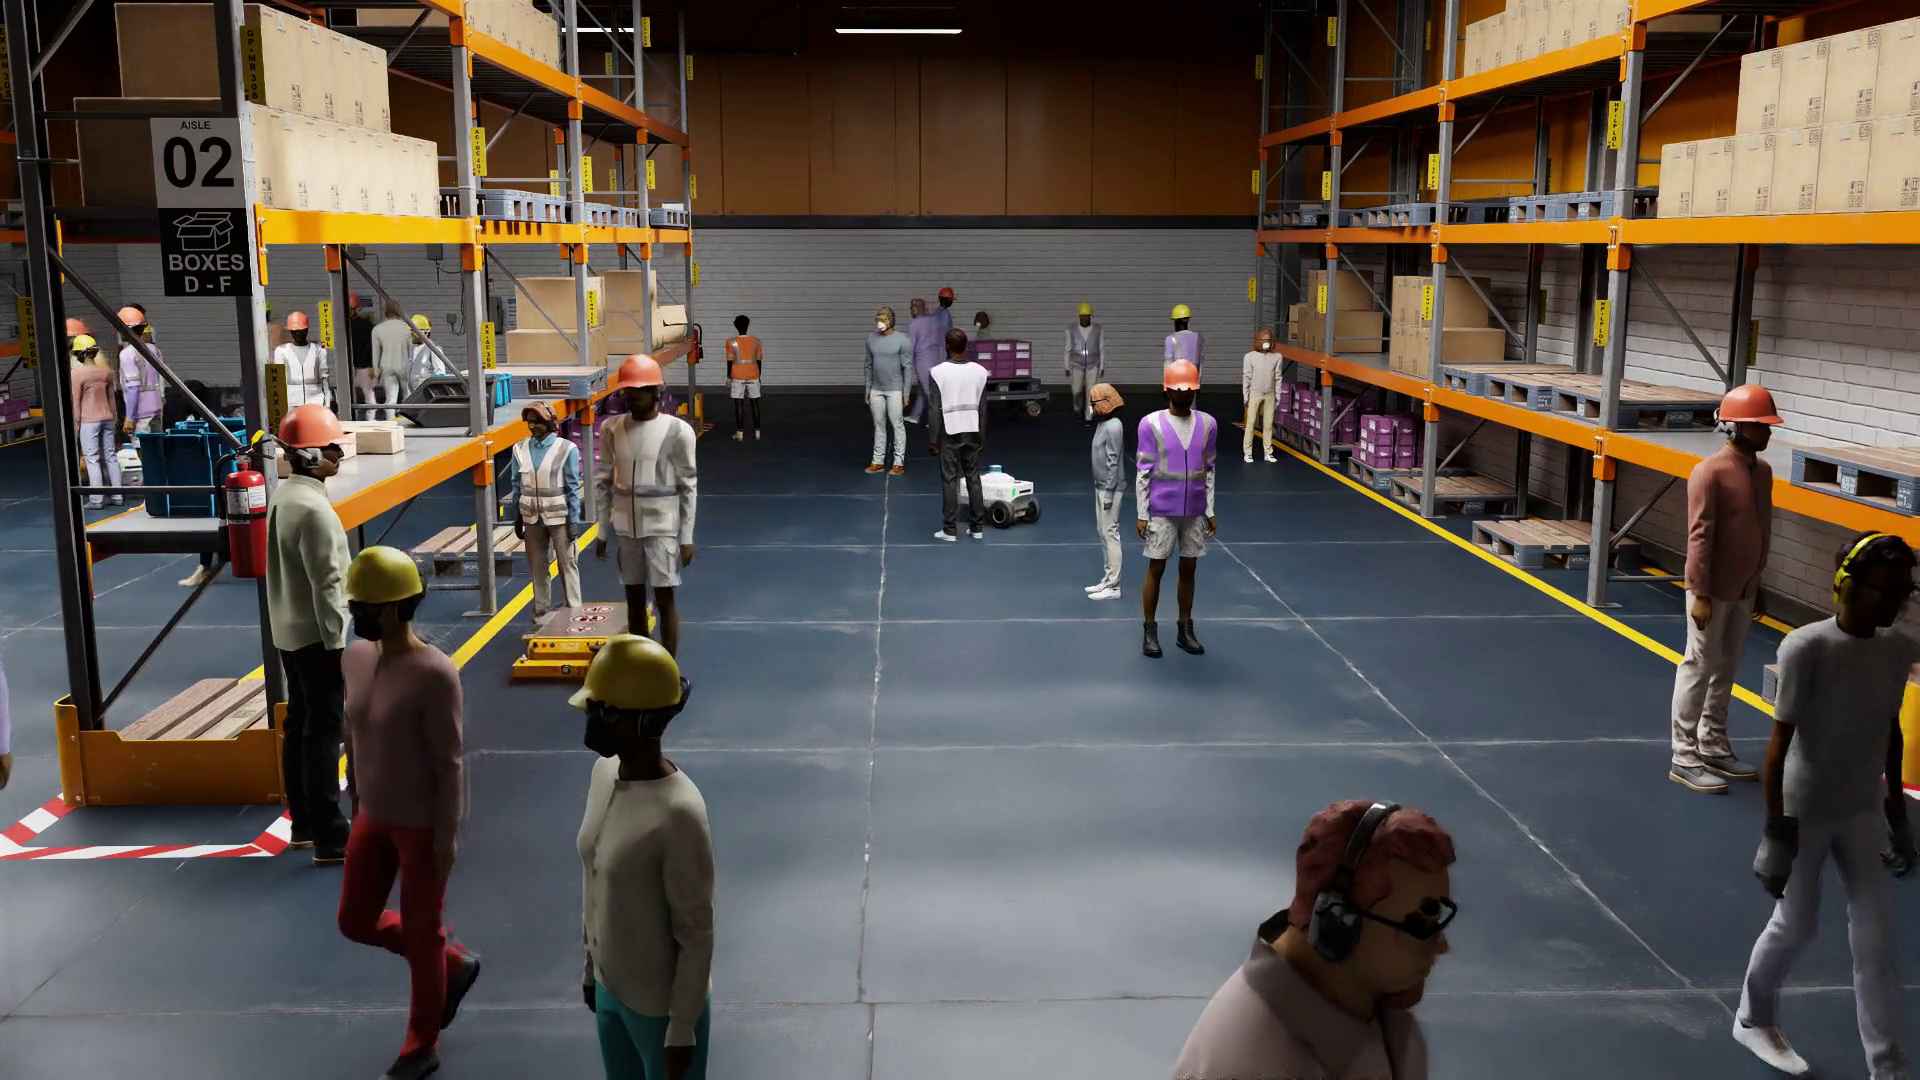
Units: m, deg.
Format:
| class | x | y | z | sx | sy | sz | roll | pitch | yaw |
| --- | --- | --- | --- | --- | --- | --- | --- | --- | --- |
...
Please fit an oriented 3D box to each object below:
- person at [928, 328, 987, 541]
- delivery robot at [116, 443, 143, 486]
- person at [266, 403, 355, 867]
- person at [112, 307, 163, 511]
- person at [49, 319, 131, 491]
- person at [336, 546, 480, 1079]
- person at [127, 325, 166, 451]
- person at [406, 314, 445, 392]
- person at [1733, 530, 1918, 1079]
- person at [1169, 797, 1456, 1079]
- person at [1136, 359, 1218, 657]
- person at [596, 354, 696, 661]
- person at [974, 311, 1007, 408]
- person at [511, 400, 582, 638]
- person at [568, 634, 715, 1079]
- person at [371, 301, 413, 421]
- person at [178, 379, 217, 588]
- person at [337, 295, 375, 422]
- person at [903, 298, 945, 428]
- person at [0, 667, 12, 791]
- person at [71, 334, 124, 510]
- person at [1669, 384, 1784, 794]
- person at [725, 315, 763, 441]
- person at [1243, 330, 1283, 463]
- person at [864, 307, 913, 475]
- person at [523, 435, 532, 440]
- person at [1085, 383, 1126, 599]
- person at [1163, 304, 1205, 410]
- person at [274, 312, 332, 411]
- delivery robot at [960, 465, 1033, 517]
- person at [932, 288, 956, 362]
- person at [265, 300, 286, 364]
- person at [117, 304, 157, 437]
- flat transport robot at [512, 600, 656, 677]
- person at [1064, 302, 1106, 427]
| class | x | y | z | sx | sy | sz | roll | pitch | yaw |
| --- | --- | --- | --- | --- | --- | --- | --- | --- | --- |
| person | -0.013 | -0.947 | 15.000 | 0.590 | 1.908 | 0.407 | -6 | 12 | -28 |
| delivery robot | -8.776 | -0.779 | 17.568 | 0.477 | 0.478 | 0.707 | -7 | 12 | -34 |
| person | -2.780 | 0.405 | 7.214 | 0.393 | 1.994 | 0.614 | -8 | 13 | -36 |
| person | -8.065 | -1.259 | 16.351 | 0.397 | 2.043 | 0.609 | 0 | 10 | -1 |
| person | -9.207 | -1.392 | 17.563 | 0.555 | 1.874 | 1.012 | 6 | 12 | 29 |
| person | -1.744 | 0.868 | 5.289 | 0.543 | 1.751 | 0.434 | 6 | 12 | 31 |
| person | -9.749 | -1.743 | 19.892 | 0.488 | 1.740 | 0.319 | -1 | 10 | -6 |
| person | -6.291 | -1.732 | 19.576 | 0.592 | 1.833 | 0.404 | 9 | 14 | 41 |
| person | 2.758 | 0.866 | 5.151 | 0.617 | 1.840 | 0.664 | -3 | 11 | -16 |
| person | 0.529 | 1.293 | 2.598 | 0.417 | 1.886 | 0.679 | 6 | 12 | 30 |
| person | 1.414 | -0.202 | 10.760 | 0.552 | 1.935 | 0.374 | -3 | 10 | -14 |
| person | -1.849 | -0.071 | 9.754 | 0.615 | 2.042 | 0.379 | 3 | 11 | 17 |
| person | 0.440 | -2.872 | 26.582 | 0.773 | 1.597 | 0.508 | -2 | 10 | -8 |
| person | -2.762 | -0.118 | 11.142 | 0.515 | 1.634 | 0.311 | 3 | 11 | 16 |
| person | -0.771 | 1.091 | 4.025 | 0.307 | 1.772 | 0.525 | -8 | 13 | -38 |
| person | -7.681 | -2.308 | 22.679 | 0.636 | 1.883 | 1.041 | -2 | 10 | -10 |
| person | -5.747 | -0.474 | 13.119 | 0.843 | 1.634 | 0.508 | -7 | 12 | -34 |
| person | -8.484 | -2.450 | 23.270 | 0.646 | 1.930 | 1.056 | 1 | 10 | 5 |
| person | -0.579 | -2.554 | 24.076 | 0.944 | 1.856 | 0.655 | 7 | 13 | 36 |
| person | -3.630 | 0.729 | 5.723 | 0.649 | 1.893 | 0.928 | -7 | 12 | -35 |
| person | -8.726 | -1.185 | 16.741 | 0.357 | 1.755 | 0.518 | 3 | 11 | 18 |
| person | 3.785 | 0.231 | 8.184 | 0.611 | 1.996 | 0.387 | -7 | 12 | -35 |
| person | -2.921 | -2.193 | 22.510 | 0.537 | 1.698 | 0.321 | -5 | 12 | -28 |
| person | 3.675 | -1.746 | 20.246 | 0.492 | 1.623 | 0.284 | -2 | 10 | -9 |
| person | -0.833 | -1.713 | 19.171 | 0.627 | 1.940 | 0.375 | 6 | 12 | 30 |
| person | -5.415 | -2.040 | 21.296 | 0.628 | 1.837 | 0.429 | -7 | 12 | -33 |
| person | 1.094 | -0.370 | 12.575 | 0.299 | 1.622 | 0.503 | -1 | 10 | -7 |
| person | 2.715 | -1.917 | 20.374 | 0.588 | 1.918 | 0.396 | -6 | 12 | -32 |
| person | -7.049 | -1.480 | 17.878 | 0.553 | 1.935 | 0.363 | -4 | 11 | -23 |
| delivery robot | 0.343 | -0.467 | 15.829 | 0.707 | 0.478 | 0.477 | 8 | 13 | 39 |
| person | -0.252 | -3.183 | 27.393 | 0.374 | 1.928 | 0.542 | -4 | 11 | -23 |
| person | -9.459 | -2.361 | 22.879 | 0.789 | 1.907 | 0.596 | 5 | 11 | 24 |
| person | -11.372 | -2.336 | 22.997 | 0.549 | 1.826 | 0.585 | -4 | 11 | -23 |
| flat transport robot | -2.416 | 0.622 | 10.813 | 0.652 | 0.197 | 1.431 | 0 | 10 | -1 |
| person | 1.826 | -2.564 | 24.270 | 0.606 | 1.818 | 0.536 | 1 | 10 | 4 |
